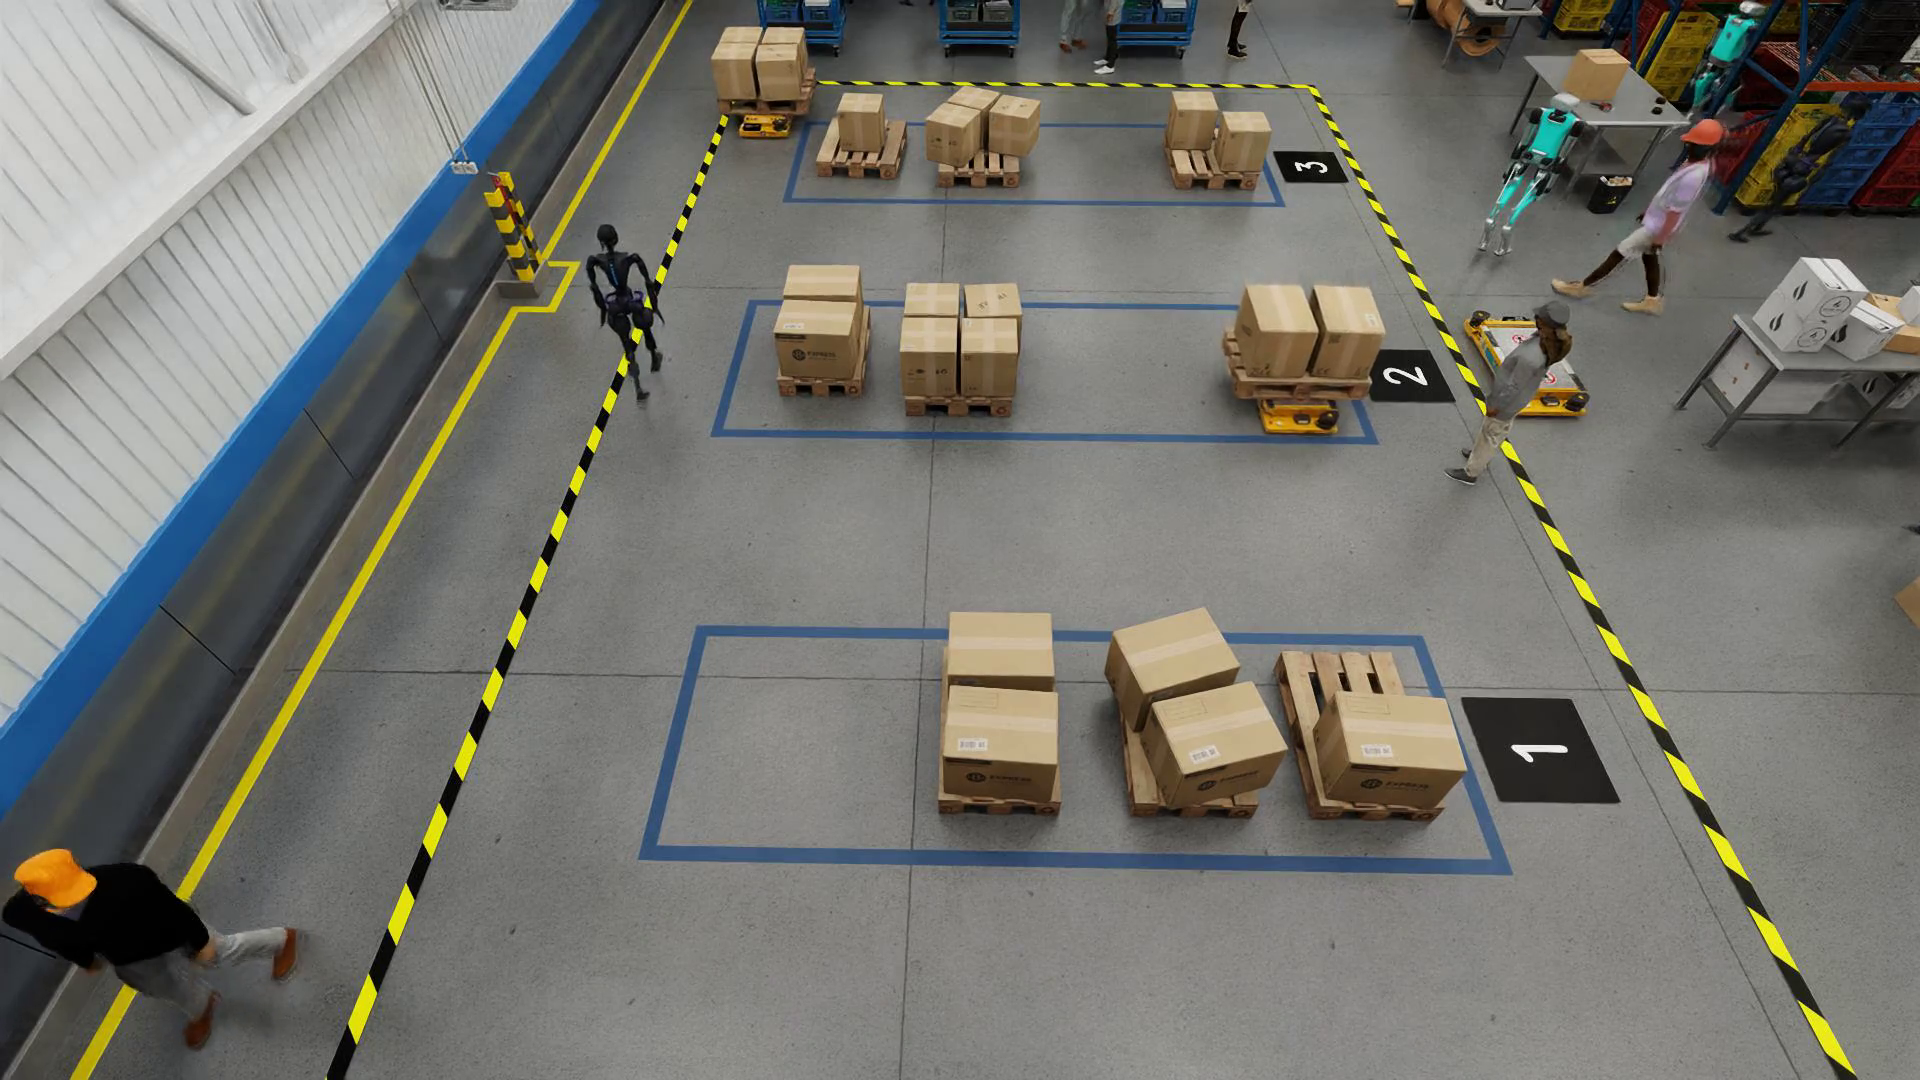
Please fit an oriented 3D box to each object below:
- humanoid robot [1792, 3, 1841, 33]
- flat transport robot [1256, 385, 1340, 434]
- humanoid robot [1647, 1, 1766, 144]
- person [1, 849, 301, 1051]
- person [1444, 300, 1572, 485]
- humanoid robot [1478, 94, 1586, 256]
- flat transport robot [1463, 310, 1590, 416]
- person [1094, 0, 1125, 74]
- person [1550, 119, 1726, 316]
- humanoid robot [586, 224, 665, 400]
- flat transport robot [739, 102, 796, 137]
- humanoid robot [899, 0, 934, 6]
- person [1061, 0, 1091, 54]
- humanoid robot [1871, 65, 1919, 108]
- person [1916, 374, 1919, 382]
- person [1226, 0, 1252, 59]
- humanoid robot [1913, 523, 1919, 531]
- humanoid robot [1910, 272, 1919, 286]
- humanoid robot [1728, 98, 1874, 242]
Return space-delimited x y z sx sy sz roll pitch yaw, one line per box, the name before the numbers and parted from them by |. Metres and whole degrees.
humanoid robot | 13.051 -8.235 13.701 0.589 1.730 1.038 8 50 7
flat transport robot | 3.168 -1.576 8.879 0.652 0.197 1.431 1 49 1
humanoid robot | 9.672 -5.870 11.651 0.875 1.788 0.542 -13 50 -11
person | -4.201 2.042 4.728 0.650 1.845 0.527 -11 50 -10
person | 4.561 -1.196 7.576 0.397 1.766 0.572 37 58 27
humanoid robot | 5.993 -3.815 9.778 0.735 1.673 0.533 -36 58 -27
flat transport robot | 5.573 -1.757 9.054 0.659 0.231 1.431 1 49 1
person | 2.157 -7.695 13.150 0.407 1.847 0.589 6 49 5
person | 6.954 -3.198 9.170 1.055 1.983 0.626 29 55 22
humanoid robot | -3.065 -2.090 8.452 0.589 1.648 0.761 -7 49 -6
flat transport robot | -2.632 -6.023 12.728 0.652 0.197 1.431 1 49 1
humanoid robot | -0.718 -9.596 14.918 0.627 1.645 0.600 25 54 20
person | 1.756 -8.276 13.607 0.645 1.919 0.419 -21 52 -18
humanoid robot | 11.988 -5.812 11.619 0.997 1.778 0.534 -21 52 -17
person | 8.683 -1.984 8.262 0.627 1.764 0.945 -21 52 -17
person | 4.273 -8.209 13.517 0.365 1.965 0.607 9 50 8
humanoid robot | 8.387 -0.653 7.201 0.621 1.640 0.613 -24 53 -20
humanoid robot | 10.569 -3.350 9.396 0.534 1.692 0.738 4 49 4
humanoid robot | 9.259 -4.072 10.140 0.628 1.630 0.613 3 49 3
